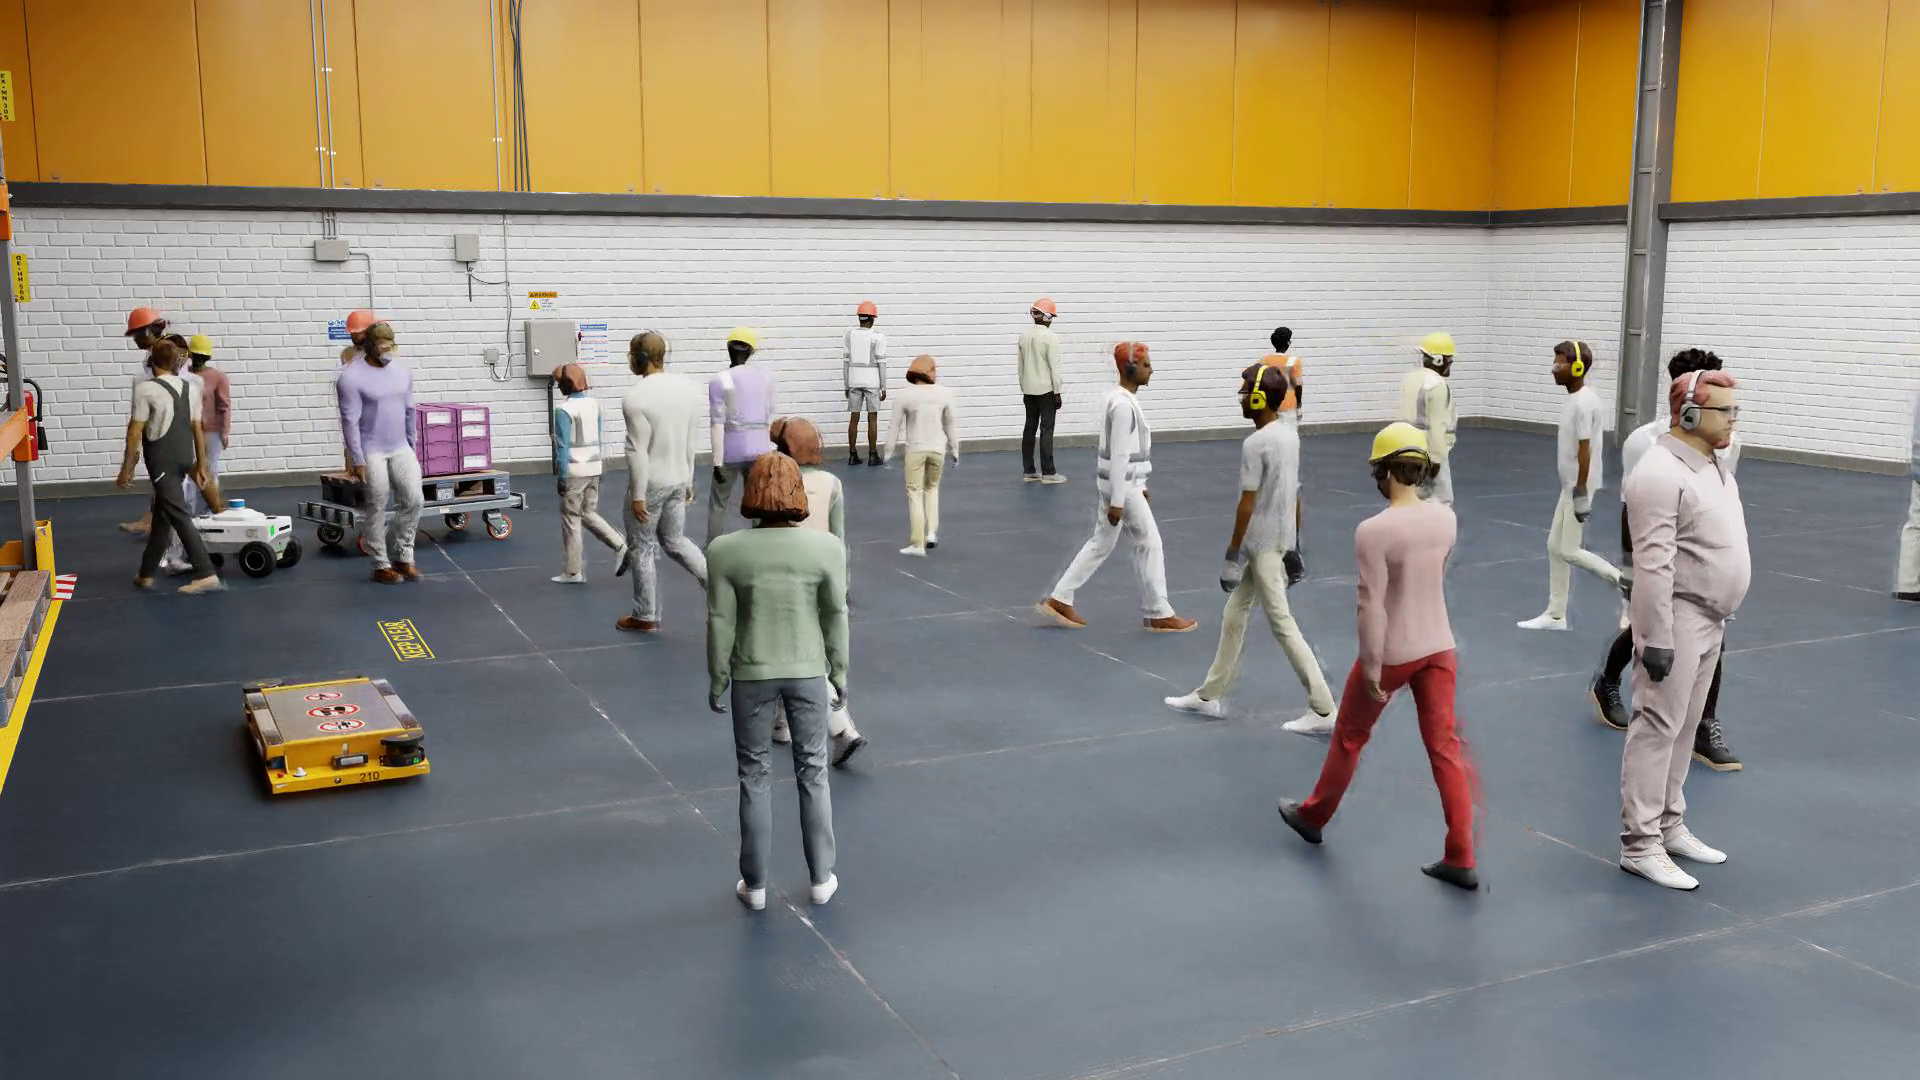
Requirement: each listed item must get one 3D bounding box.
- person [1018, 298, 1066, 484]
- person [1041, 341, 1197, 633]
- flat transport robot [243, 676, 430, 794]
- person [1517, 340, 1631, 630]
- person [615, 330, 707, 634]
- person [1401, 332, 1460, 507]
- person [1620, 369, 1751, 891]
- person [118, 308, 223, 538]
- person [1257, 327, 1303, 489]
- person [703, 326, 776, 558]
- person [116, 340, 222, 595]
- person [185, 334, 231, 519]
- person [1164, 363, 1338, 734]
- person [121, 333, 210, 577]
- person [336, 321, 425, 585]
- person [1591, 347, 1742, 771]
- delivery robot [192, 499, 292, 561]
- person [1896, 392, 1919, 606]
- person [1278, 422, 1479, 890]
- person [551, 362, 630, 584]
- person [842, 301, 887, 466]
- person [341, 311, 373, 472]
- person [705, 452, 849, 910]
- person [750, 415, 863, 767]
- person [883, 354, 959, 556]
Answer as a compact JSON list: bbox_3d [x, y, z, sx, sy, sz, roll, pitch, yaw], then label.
[{"bbox_3d":[0.882,-1.601,17.880,0.387,1.988,0.608,-8,12,-40],"label":"person"},{"bbox_3d":[0.974,-0.327,10.437,0.958,1.845,0.589,0,9,1],"label":"person"},{"bbox_3d":[-2.961,0.877,7.818,0.652,0.197,1.431,-5,10,-27],"label":"flat transport robot"},{"bbox_3d":[3.914,-0.318,10.356,0.679,1.849,0.533,2,9,13],"label":"person"},{"bbox_3d":[-1.805,-0.334,10.250,0.784,1.913,0.636,5,11,29],"label":"person"},{"bbox_3d":[3.563,-0.687,12.773,0.497,1.811,0.589,-2,9,-10],"label":"person"},{"bbox_3d":[2.715,0.320,6.213,0.409,1.909,0.639,8,12,40],"label":"person"},{"bbox_3d":[-6.678,-0.954,13.989,1.073,1.948,0.620,-1,9,-8],"label":"person"},{"bbox_3d":[3.334,-1.373,17.361,0.530,1.697,0.322,7,11,36],"label":"person"},{"bbox_3d":[-1.576,-0.642,12.326,0.607,1.876,0.785,-8,12,-41],"label":"person"},{"bbox_3d":[-5.595,-0.512,11.790,0.883,1.793,0.589,3,10,16],"label":"person"},{"bbox_3d":[-6.678,-0.952,14.652,0.561,1.720,0.505,-1,9,-3],"label":"person"},{"bbox_3d":[1.493,0.043,8.220,0.962,1.826,0.540,5,11,30],"label":"person"},{"bbox_3d":[-5.973,-0.638,12.506,0.614,1.796,0.943,-6,11,-31],"label":"person"},{"bbox_3d":[-4.124,-0.608,11.939,0.567,1.912,0.666,7,11,35],"label":"person"},{"bbox_3d":[3.357,0.046,7.871,0.615,1.928,0.976,-2,9,-11],"label":"person"},{"bbox_3d":[-5.414,-0.064,12.485,0.707,0.478,0.477,1,9,3],"label":"delivery robot"},{"bbox_3d":[6.745,-0.434,11.194,0.807,1.800,0.627,-1,9,-6],"label":"person"},{"bbox_3d":[1.639,0.411,6.299,0.508,1.704,0.911,-5,10,-27],"label":"person"},{"bbox_3d":[-2.697,-0.475,12.017,0.545,1.620,0.533,3,10,19],"label":"person"},{"bbox_3d":[-1.102,-1.827,19.474,0.543,1.930,0.380,3,10,18],"label":"person"},{"bbox_3d":[-5.549,-1.166,15.447,0.574,1.899,0.853,2,9,14],"label":"person"},{"bbox_3d":[-0.647,0.502,5.930,0.507,1.631,0.266,-2,9,-10],"label":"person"},{"bbox_3d":[-0.719,0.226,7.715,0.820,1.608,0.518,8,12,42],"label":"person"},{"bbox_3d":[-0.305,-0.679,13.330,0.626,1.601,0.409,-3,10,-19],"label":"person"}]
